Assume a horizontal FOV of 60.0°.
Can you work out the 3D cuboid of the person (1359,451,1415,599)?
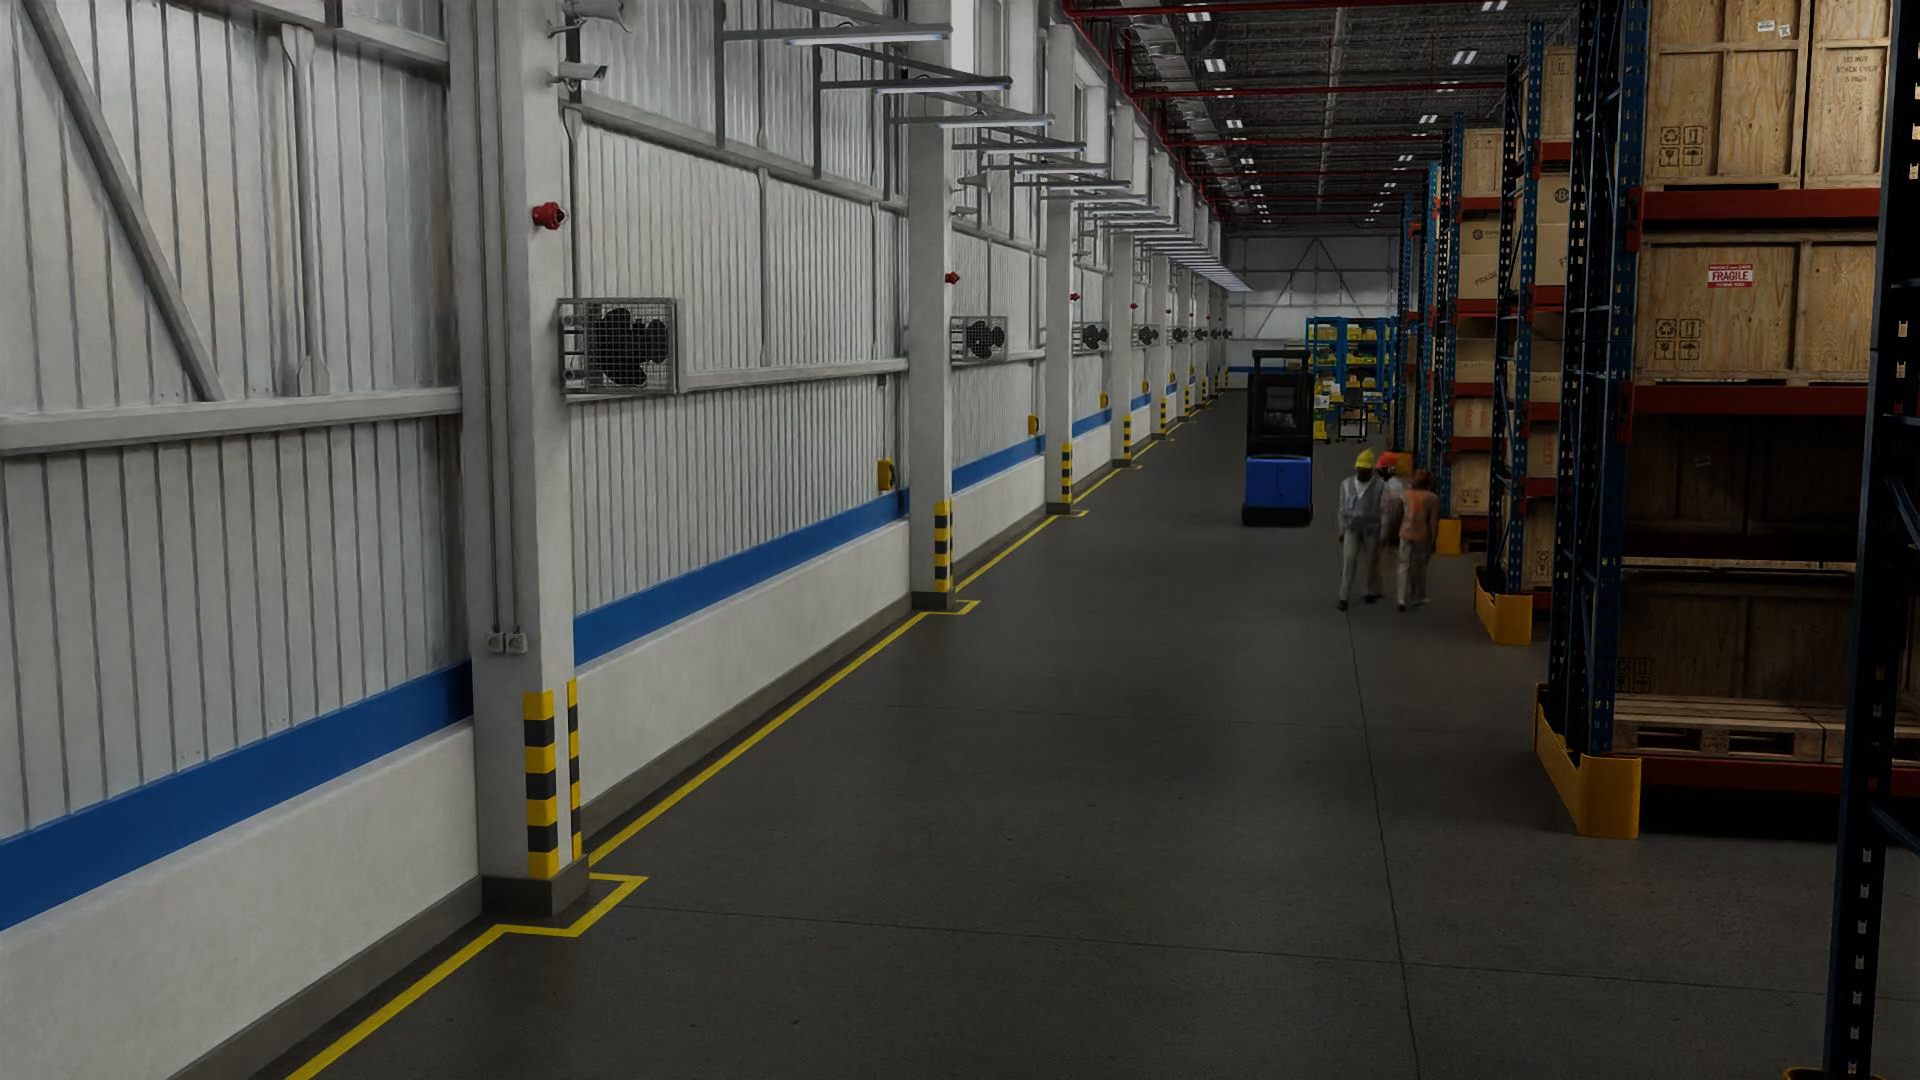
[{"bbox_3d":[4.982,-0.158,19.200,0.622,1.739,0.578,0,7,-2],"label":"person"}]

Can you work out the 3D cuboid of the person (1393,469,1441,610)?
[{"bbox_3d":[5.085,-0.009,18.606,0.542,1.587,0.866,5,8,32],"label":"person"}]

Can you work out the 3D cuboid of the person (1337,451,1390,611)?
[{"bbox_3d":[4.528,-0.111,18.695,0.597,1.779,0.928,4,8,28],"label":"person"}]

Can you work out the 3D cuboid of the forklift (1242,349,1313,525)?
[{"bbox_3d":[5.213,-1.717,27.137,1.129,2.768,1.873,1,7,12],"label":"forklift"}]
